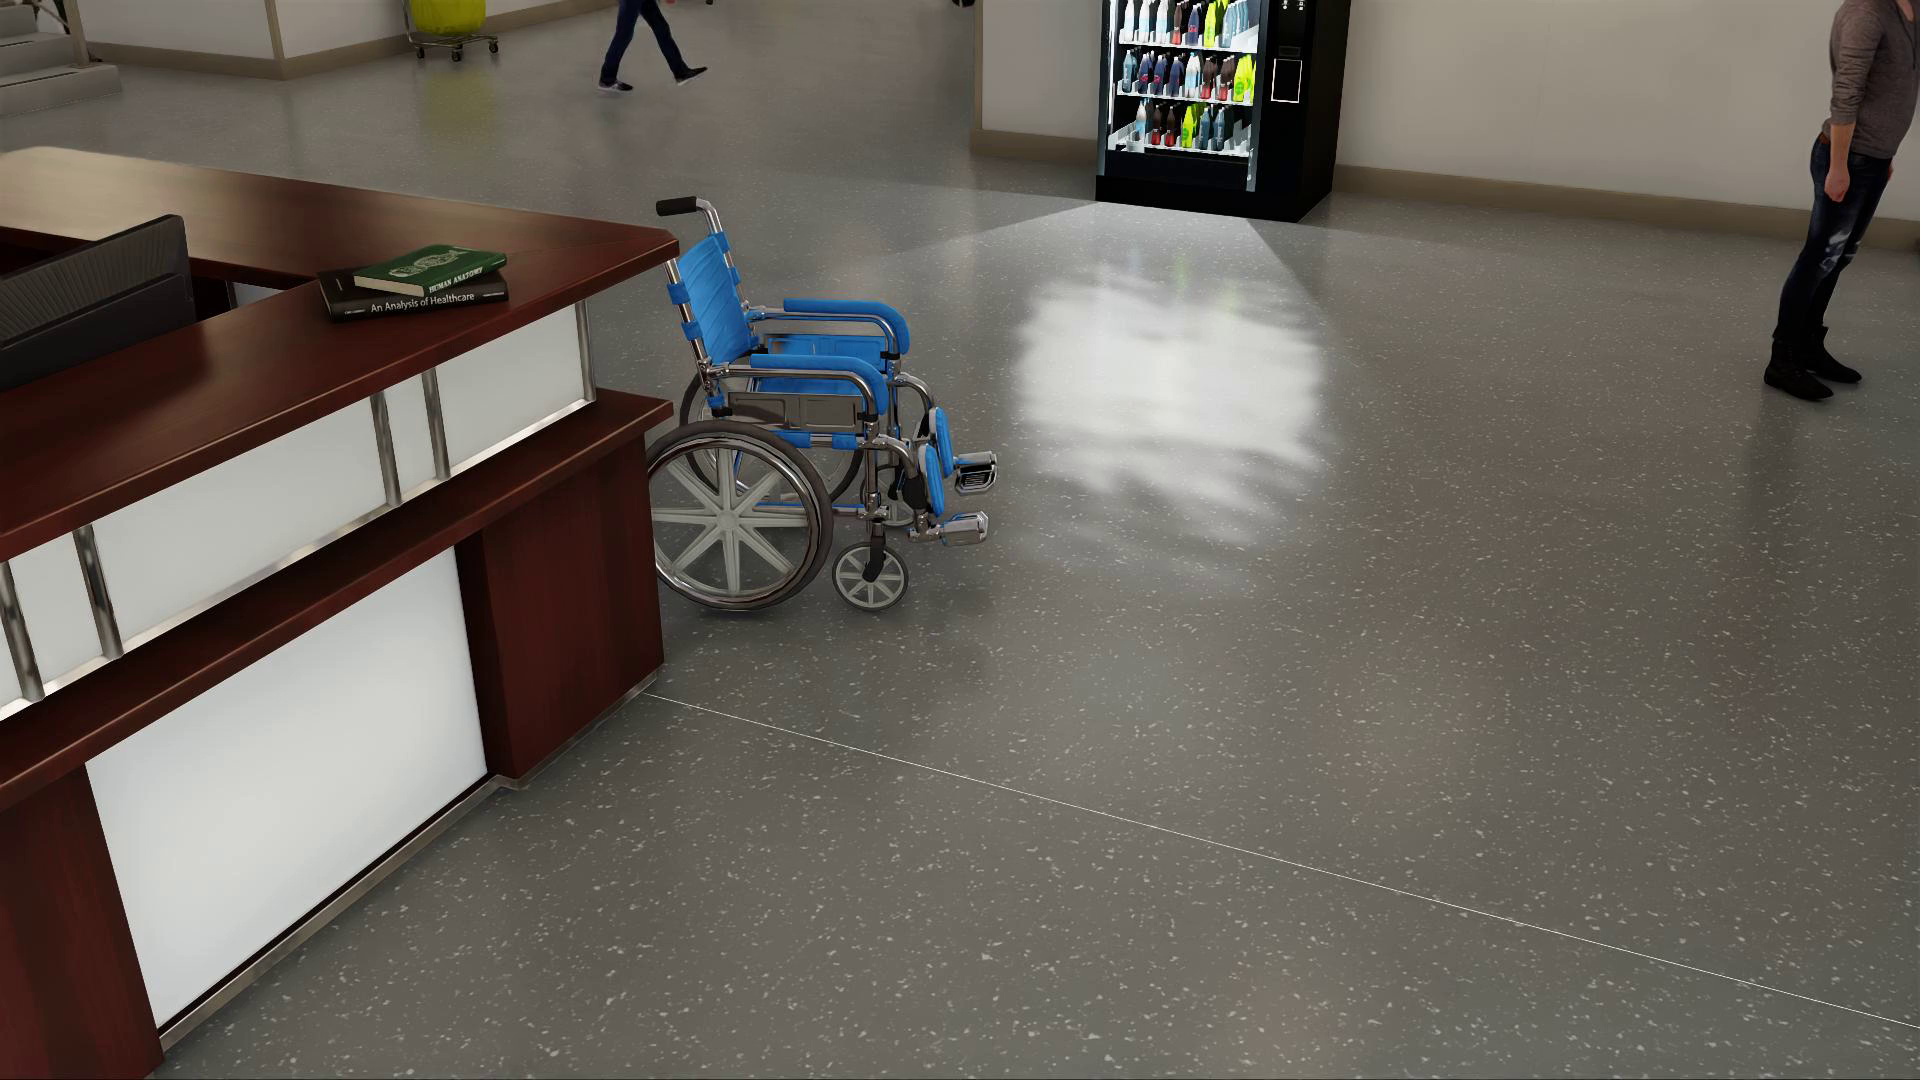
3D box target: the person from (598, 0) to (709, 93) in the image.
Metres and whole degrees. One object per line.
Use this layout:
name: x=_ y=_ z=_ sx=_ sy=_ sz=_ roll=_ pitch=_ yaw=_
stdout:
person: x=-2.491 y=-4.096 z=12.432 sx=1.095 sy=1.513 sz=0.998 roll=-8 pitch=27 yaw=-15

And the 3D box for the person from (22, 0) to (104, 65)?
person: x=-7.519 y=-4.645 z=13.460 sx=1.131 sy=1.609 sz=0.606 roll=13 pitch=28 yaw=24

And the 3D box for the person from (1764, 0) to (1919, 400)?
person: x=3.594 y=-1.546 z=6.695 sx=0.756 sy=1.905 sz=0.719 roll=-23 pitch=34 yaw=-39
